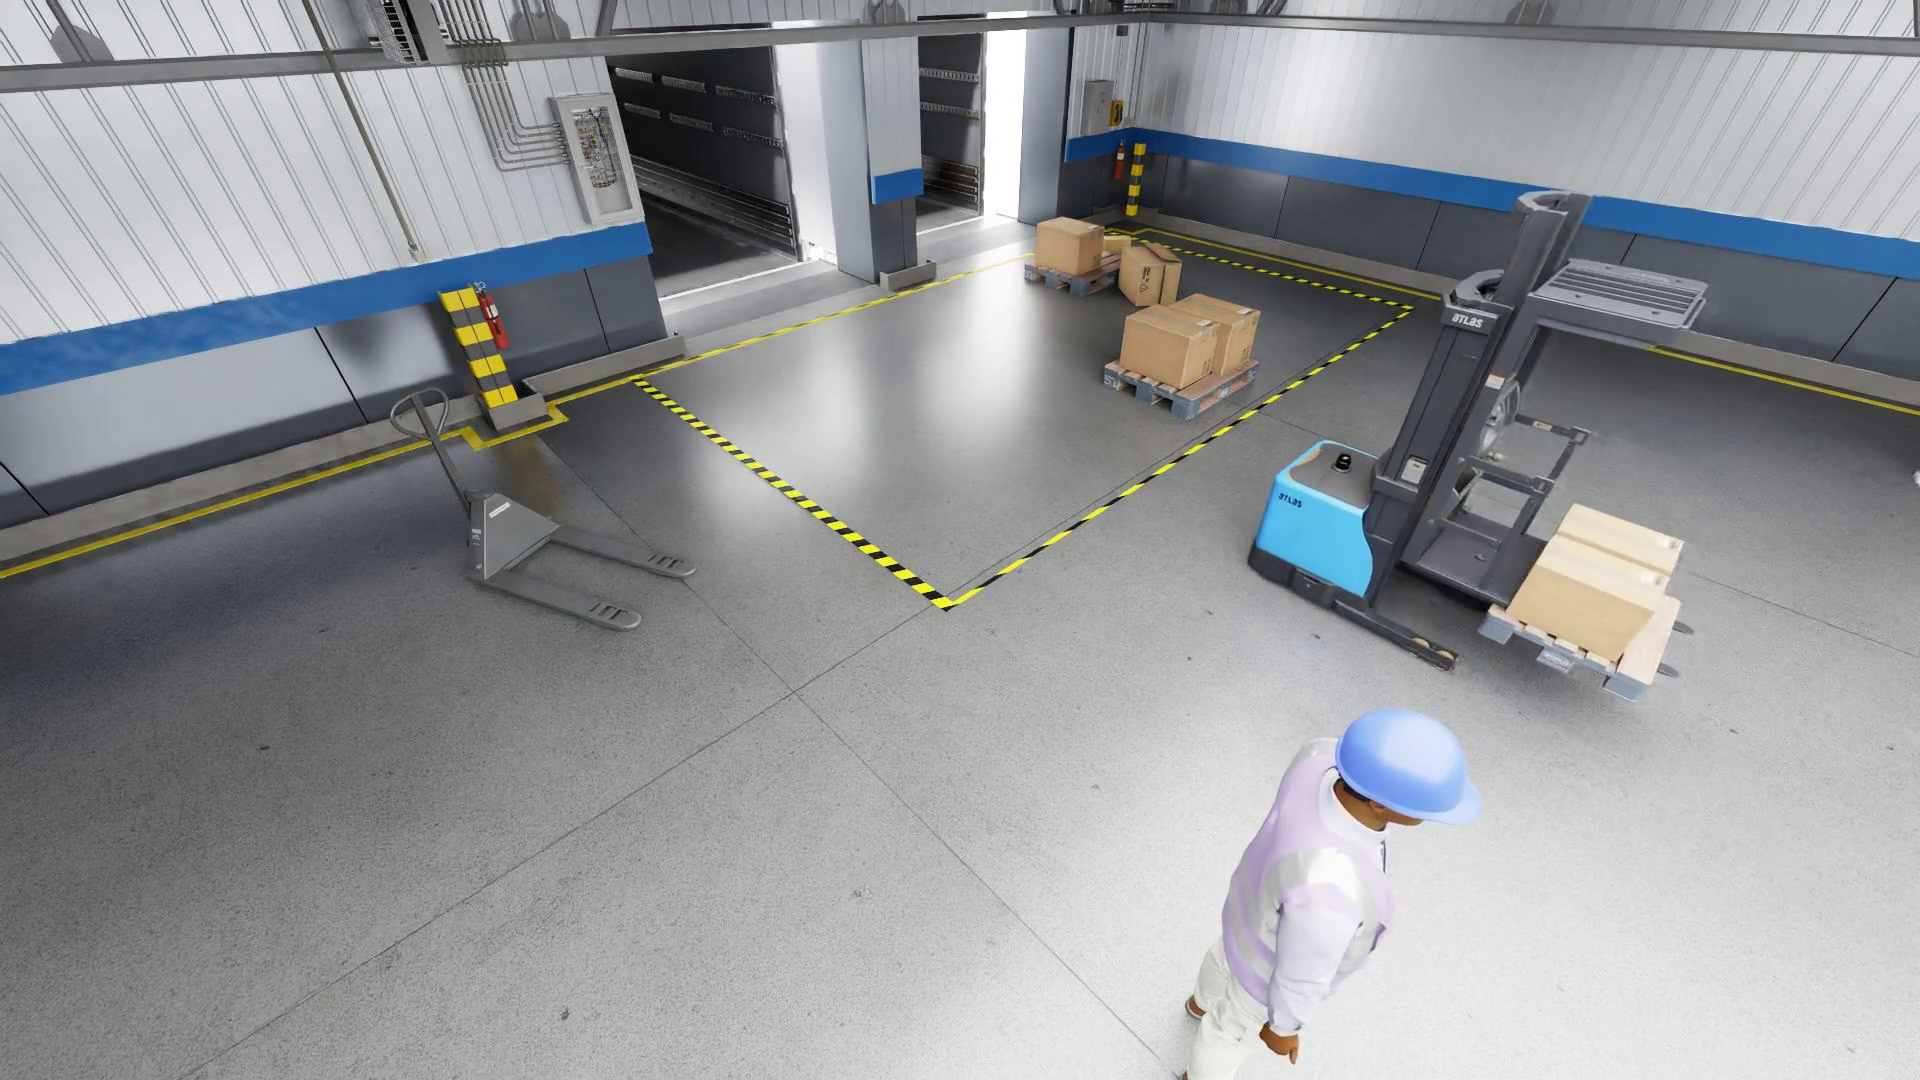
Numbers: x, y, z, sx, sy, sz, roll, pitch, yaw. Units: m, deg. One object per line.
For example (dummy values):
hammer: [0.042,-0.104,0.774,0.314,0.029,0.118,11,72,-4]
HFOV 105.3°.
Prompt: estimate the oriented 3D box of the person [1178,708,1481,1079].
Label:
person: [0.973,1.171,2.177,0.391,1.949,0.602,15,40,18]

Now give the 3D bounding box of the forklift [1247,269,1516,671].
forklift: [2.500,-0.553,4.334,0.716,2.013,0.776,-31,47,-33]

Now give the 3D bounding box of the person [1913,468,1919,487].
person: [7.809,-1.091,5.273,0.491,1.742,0.310,14,40,17]

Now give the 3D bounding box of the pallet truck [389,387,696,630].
pallet truck: [-2.613,-0.247,4.593,1.601,1.201,0.680,14,40,17]
